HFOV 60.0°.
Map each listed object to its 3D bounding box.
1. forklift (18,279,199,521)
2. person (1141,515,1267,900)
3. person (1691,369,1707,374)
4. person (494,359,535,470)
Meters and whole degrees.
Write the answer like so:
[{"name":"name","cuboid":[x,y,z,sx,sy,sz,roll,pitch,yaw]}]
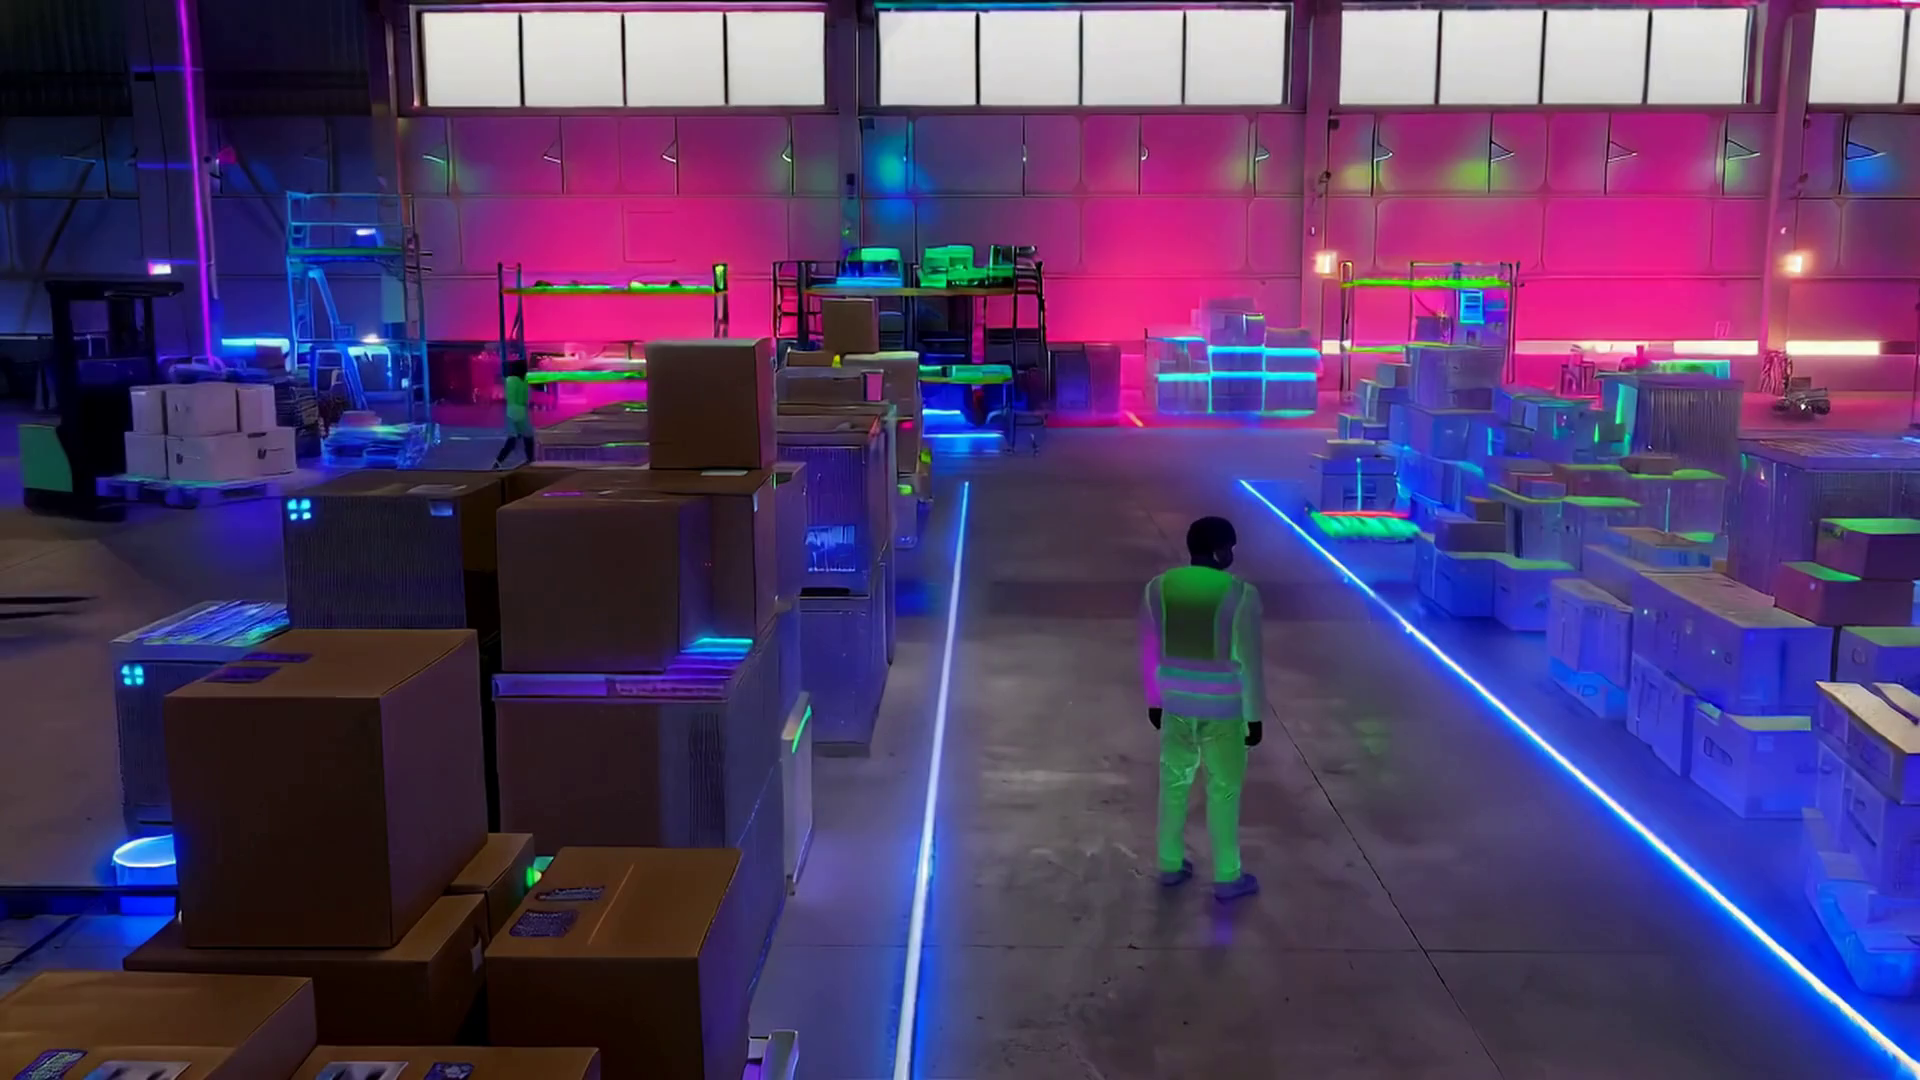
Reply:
[{"name":"forklift","cuboid":[-10.354,-1.729,19.991,1.873,2.768,1.129,5,11,29]},{"name":"person","cuboid":[1.180,0.795,7.984,0.631,1.840,0.428,7,11,34]},{"name":"person","cuboid":[9.432,-1.336,21.193,0.542,1.681,0.585,-2,10,-10]},{"name":"person","cuboid":[-6.335,-1.747,23.727,0.538,1.676,0.718,5,11,27]}]
